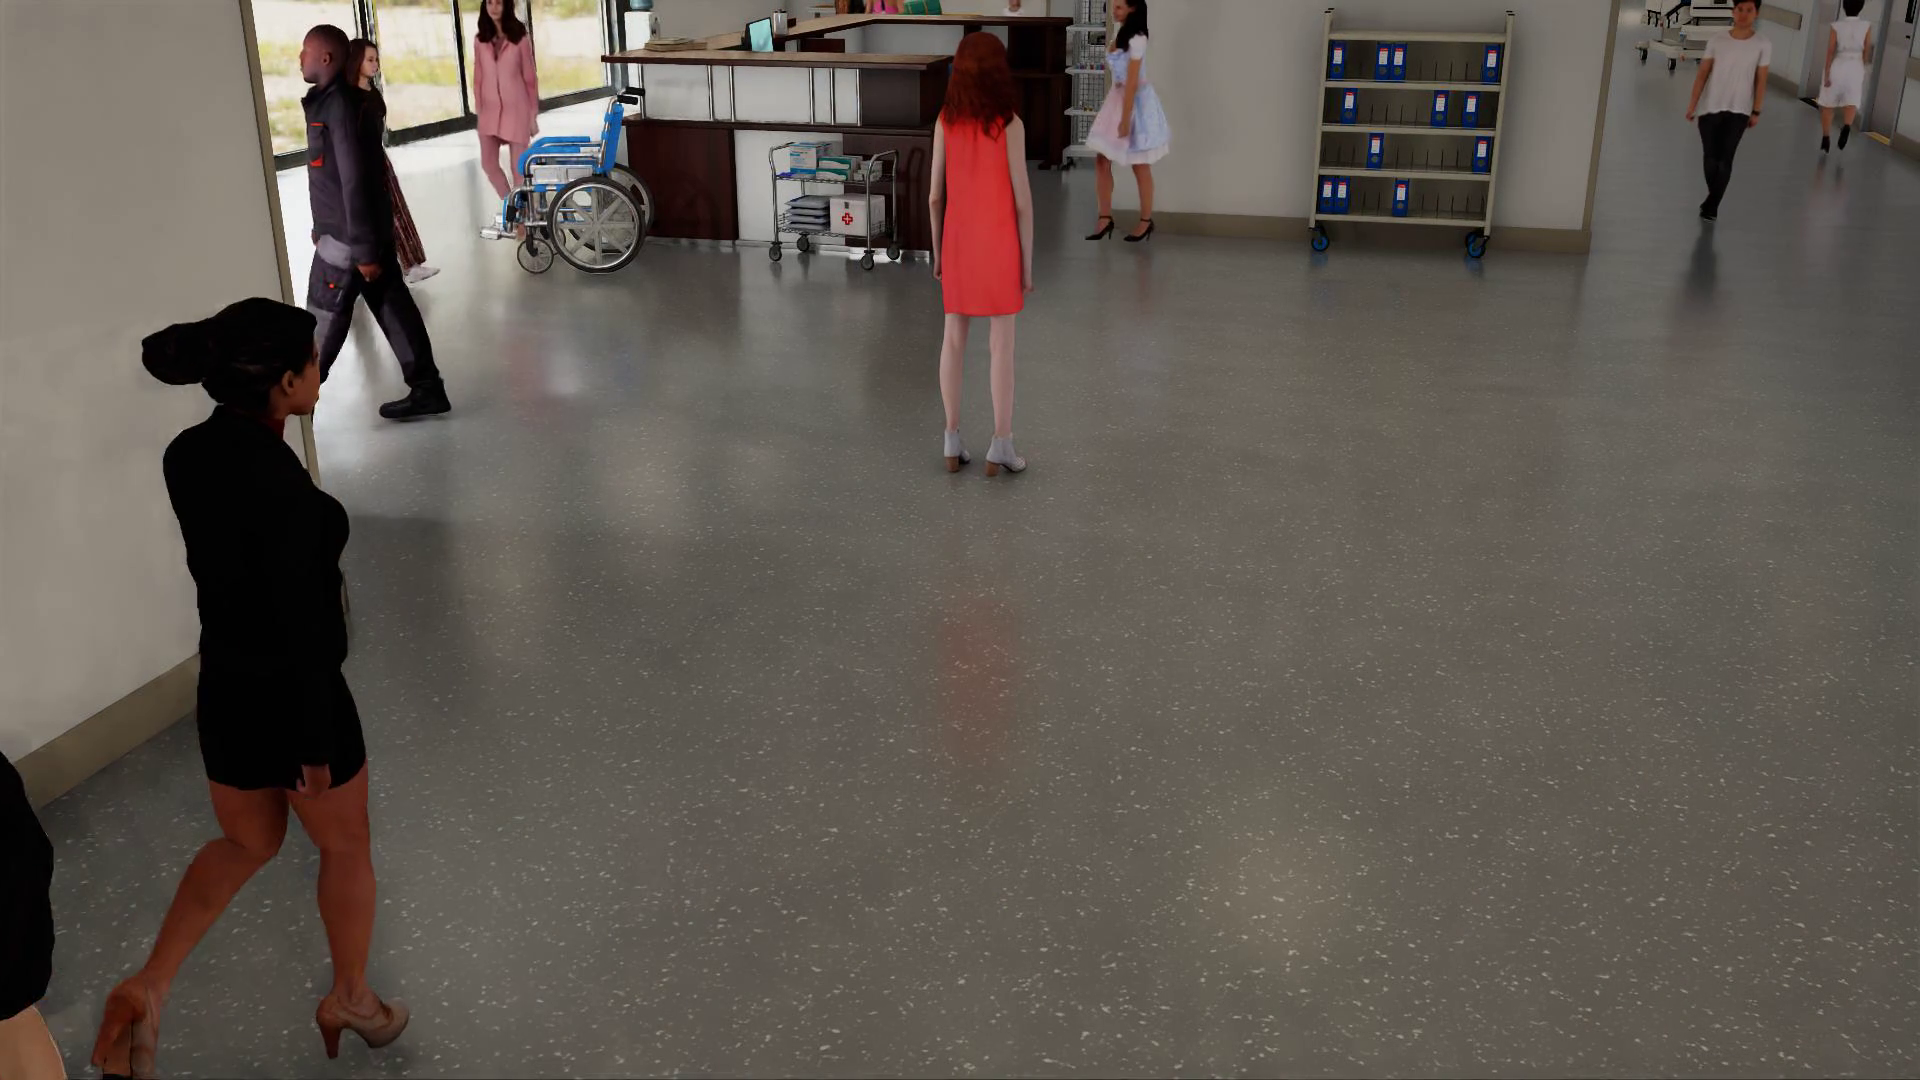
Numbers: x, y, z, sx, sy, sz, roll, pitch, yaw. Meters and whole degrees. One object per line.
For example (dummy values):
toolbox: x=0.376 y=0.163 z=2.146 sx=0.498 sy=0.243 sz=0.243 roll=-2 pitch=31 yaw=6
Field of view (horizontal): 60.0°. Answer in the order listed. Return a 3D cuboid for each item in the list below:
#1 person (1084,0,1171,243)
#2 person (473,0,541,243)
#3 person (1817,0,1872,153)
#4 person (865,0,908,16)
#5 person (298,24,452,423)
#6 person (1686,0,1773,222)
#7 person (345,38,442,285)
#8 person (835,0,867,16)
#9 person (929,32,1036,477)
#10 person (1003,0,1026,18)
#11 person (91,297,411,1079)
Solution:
person: x=1.245 y=-2.952 z=11.723 sx=0.971 sy=1.771 sz=0.893 roll=-6 pitch=21 yaw=-15
person: x=-3.218 y=-3.042 z=11.942 sx=0.607 sy=1.785 sz=0.744 roll=2 pitch=21 yaw=5
person: x=8.637 y=-4.523 z=16.206 sx=0.890 sy=1.534 sz=0.645 roll=7 pitch=22 yaw=17
person: x=-0.837 y=-5.302 z=17.929 sx=0.757 sy=1.770 sz=0.777 roll=11 pitch=23 yaw=26
person: x=-2.635 y=-1.389 z=7.564 sx=1.262 sy=1.794 sz=1.065 roll=-5 pitch=21 yaw=-13
person: x=5.928 y=-3.332 z=12.853 sx=1.126 sy=1.681 sz=0.977 roll=15 pitch=25 yaw=34
person: x=-3.813 y=-2.370 z=10.523 sx=0.904 sy=1.534 sz=0.597 roll=8 pitch=22 yaw=20
person: x=-1.255 y=-5.632 z=18.882 sx=0.738 sy=1.713 sz=0.639 roll=-17 pitch=27 yaw=-38
person: x=0.083 y=-1.170 z=6.941 sx=0.522 sy=1.825 sz=0.699 roll=10 pitch=23 yaw=24
person: x=0.752 y=-6.829 z=22.671 sx=0.604 sy=1.267 sz=0.609 roll=8 pitch=22 yaw=20
person: x=-1.370 y=0.391 z=3.132 sx=0.905 sy=1.604 sz=0.749 roll=12 pitch=24 yaw=28
